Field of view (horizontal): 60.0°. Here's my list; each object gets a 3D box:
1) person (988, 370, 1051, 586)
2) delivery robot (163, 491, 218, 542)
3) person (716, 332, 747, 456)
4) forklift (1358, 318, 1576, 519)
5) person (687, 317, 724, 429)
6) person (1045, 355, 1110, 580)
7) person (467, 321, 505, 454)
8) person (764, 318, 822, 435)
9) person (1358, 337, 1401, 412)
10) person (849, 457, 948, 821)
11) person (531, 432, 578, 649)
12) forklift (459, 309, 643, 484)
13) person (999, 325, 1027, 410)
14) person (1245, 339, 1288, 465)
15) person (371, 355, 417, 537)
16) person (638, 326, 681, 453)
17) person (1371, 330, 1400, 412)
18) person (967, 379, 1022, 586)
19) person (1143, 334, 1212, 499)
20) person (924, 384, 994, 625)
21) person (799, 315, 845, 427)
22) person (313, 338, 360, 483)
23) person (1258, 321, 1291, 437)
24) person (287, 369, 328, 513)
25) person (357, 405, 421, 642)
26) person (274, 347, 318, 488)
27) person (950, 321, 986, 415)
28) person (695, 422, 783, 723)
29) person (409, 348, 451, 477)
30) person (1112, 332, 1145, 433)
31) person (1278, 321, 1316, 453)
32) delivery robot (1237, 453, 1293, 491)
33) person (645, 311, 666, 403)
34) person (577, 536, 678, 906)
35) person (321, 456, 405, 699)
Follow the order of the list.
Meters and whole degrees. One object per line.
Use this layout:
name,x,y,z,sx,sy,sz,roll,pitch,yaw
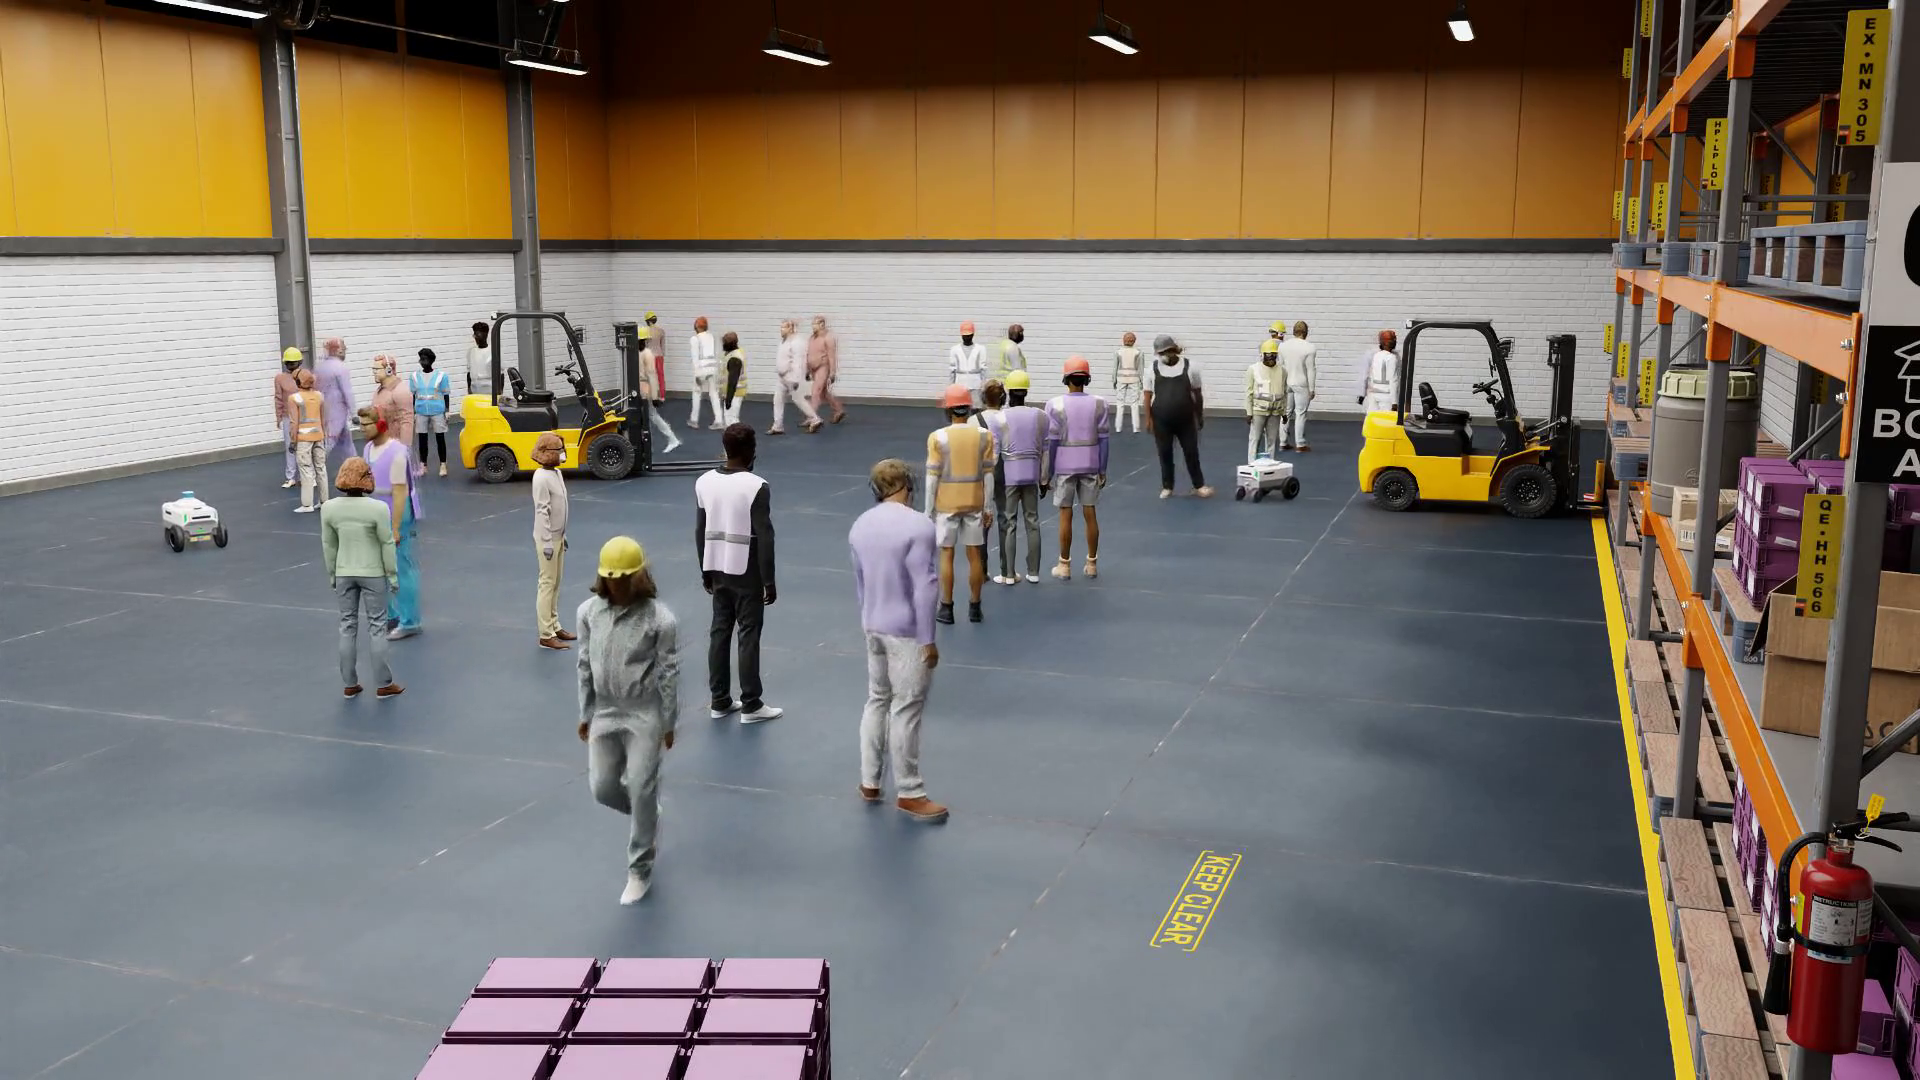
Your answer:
person,0.514,-0.550,14.835,0.587,1.928,0.362,-4,11,-20
delivery robot,-7.733,-0.245,16.698,0.477,0.478,0.707,-8,12,-41
person,-3.240,-2.049,23.656,0.436,1.815,0.673,-1,10,-7
forklift,5.787,-1.437,19.079,2.313,2.155,1.214,3,11,19
person,-4.227,-2.752,27.458,0.923,1.838,0.601,10,14,43
person,1.049,-0.657,15.110,0.607,2.044,0.372,-2,10,-13
person,-6.681,-2.090,23.397,0.605,1.966,0.373,4,11,20
person,-2.669,-2.614,26.636,0.927,1.874,0.653,-7,12,-33
person,6.054,-2.050,23.635,0.637,1.801,0.879,-4,11,-22
person,-0.313,0.526,8.903,0.377,1.898,0.767,-8,13,-39
person,-3.072,0.000,12.568,0.279,1.633,0.500,0,10,-1
forklift,-5.354,-1.902,21.697,2.313,2.155,1.214,-2,10,-13
person,0.938,-2.410,25.660,0.906,1.800,0.647,-1,10,-5
person,3.942,-1.658,21.339,0.587,1.835,0.404,-3,10,-15
person,-5.895,-0.960,17.207,0.403,1.905,0.652,-9,14,-42
person,-4.526,-2.157,24.038,1.003,1.883,0.609,-4,11,-22
person,5.784,-1.904,22.586,0.351,1.884,0.581,-3,10,-14
person,0.311,-0.512,14.850,0.506,1.847,0.343,4,11,19
person,2.576,-1.487,19.794,0.821,2.000,0.541,1,10,6
person,-0.011,-0.279,13.319,0.585,1.926,0.365,-3,11,-18
person,-2.317,-2.842,27.926,0.958,1.869,0.655,-8,13,-37
person,-7.984,-1.634,21.208,0.641,1.857,1.026,10,14,43
person,5.017,-2.551,26.399,0.586,1.824,0.403,9,13,40
person,-7.401,-1.125,18.882,0.306,1.640,0.522,4,11,23
person,-4.398,-0.124,12.716,0.594,1.825,0.508,8,13,39
person,-8.281,-1.526,20.792,0.528,1.765,0.328,-1,10,-7
person,0.115,-2.247,24.412,0.544,1.928,0.396,1,10,5
person,-1.426,0.209,10.590,0.597,1.916,0.372,7,12,33
person,-6.933,-1.666,21.761,0.539,1.698,0.319,0,10,-3
person,2.713,-2.534,26.844,0.522,1.634,0.309,2,10,13
person,4.935,-2.240,24.370,0.369,1.930,0.624,-9,14,-42
delivery robot,3.636,-0.796,19.824,0.707,0.478,0.477,-8,13,-39
person,-5.893,-3.500,31.919,0.323,1.764,0.524,9,14,43
person,-1.522,0.800,7.788,0.500,1.720,0.577,2,10,14
person,-3.998,0.256,11.127,0.499,1.633,0.286,1,10,7
